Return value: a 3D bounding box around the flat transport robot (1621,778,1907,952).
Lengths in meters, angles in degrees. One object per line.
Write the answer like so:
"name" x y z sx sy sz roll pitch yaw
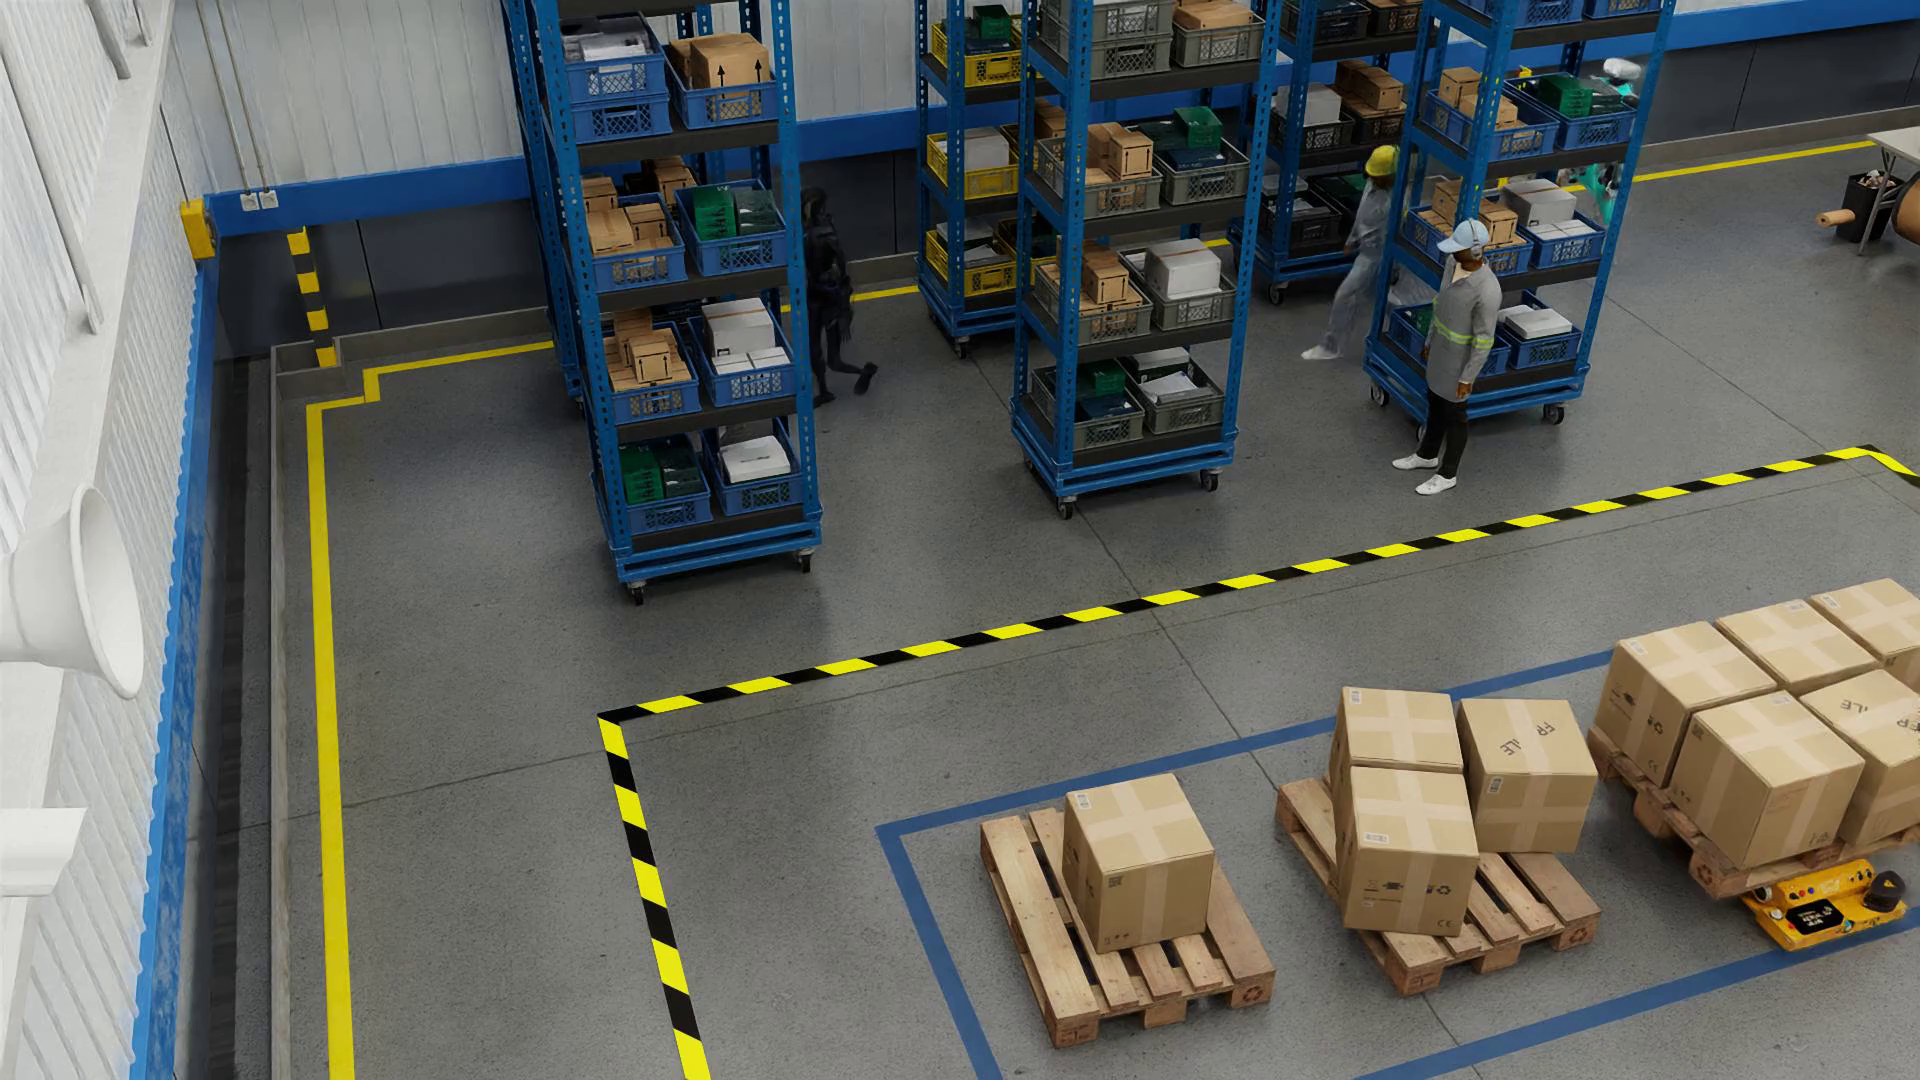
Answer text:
"flat transport robot" 3.832 1.347 8.121 0.652 0.197 1.431 -11 37 -15

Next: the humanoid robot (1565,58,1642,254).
"humanoid robot" 5.035 -2.819 12.880 0.714 1.913 0.552 -18 39 -24

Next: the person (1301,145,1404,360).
"person" 2.944 -1.996 11.641 0.832 1.689 0.502 2 35 3

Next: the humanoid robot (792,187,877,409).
"humanoid robot" -0.865 -1.658 11.192 0.529 1.625 0.609 -28 44 -33

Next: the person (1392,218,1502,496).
"person" 3.025 -1.135 10.295 0.397 1.847 0.587 -7 36 -10

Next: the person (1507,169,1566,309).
"person" 4.042 -2.275 11.925 0.553 1.845 0.346 -16 38 -22
